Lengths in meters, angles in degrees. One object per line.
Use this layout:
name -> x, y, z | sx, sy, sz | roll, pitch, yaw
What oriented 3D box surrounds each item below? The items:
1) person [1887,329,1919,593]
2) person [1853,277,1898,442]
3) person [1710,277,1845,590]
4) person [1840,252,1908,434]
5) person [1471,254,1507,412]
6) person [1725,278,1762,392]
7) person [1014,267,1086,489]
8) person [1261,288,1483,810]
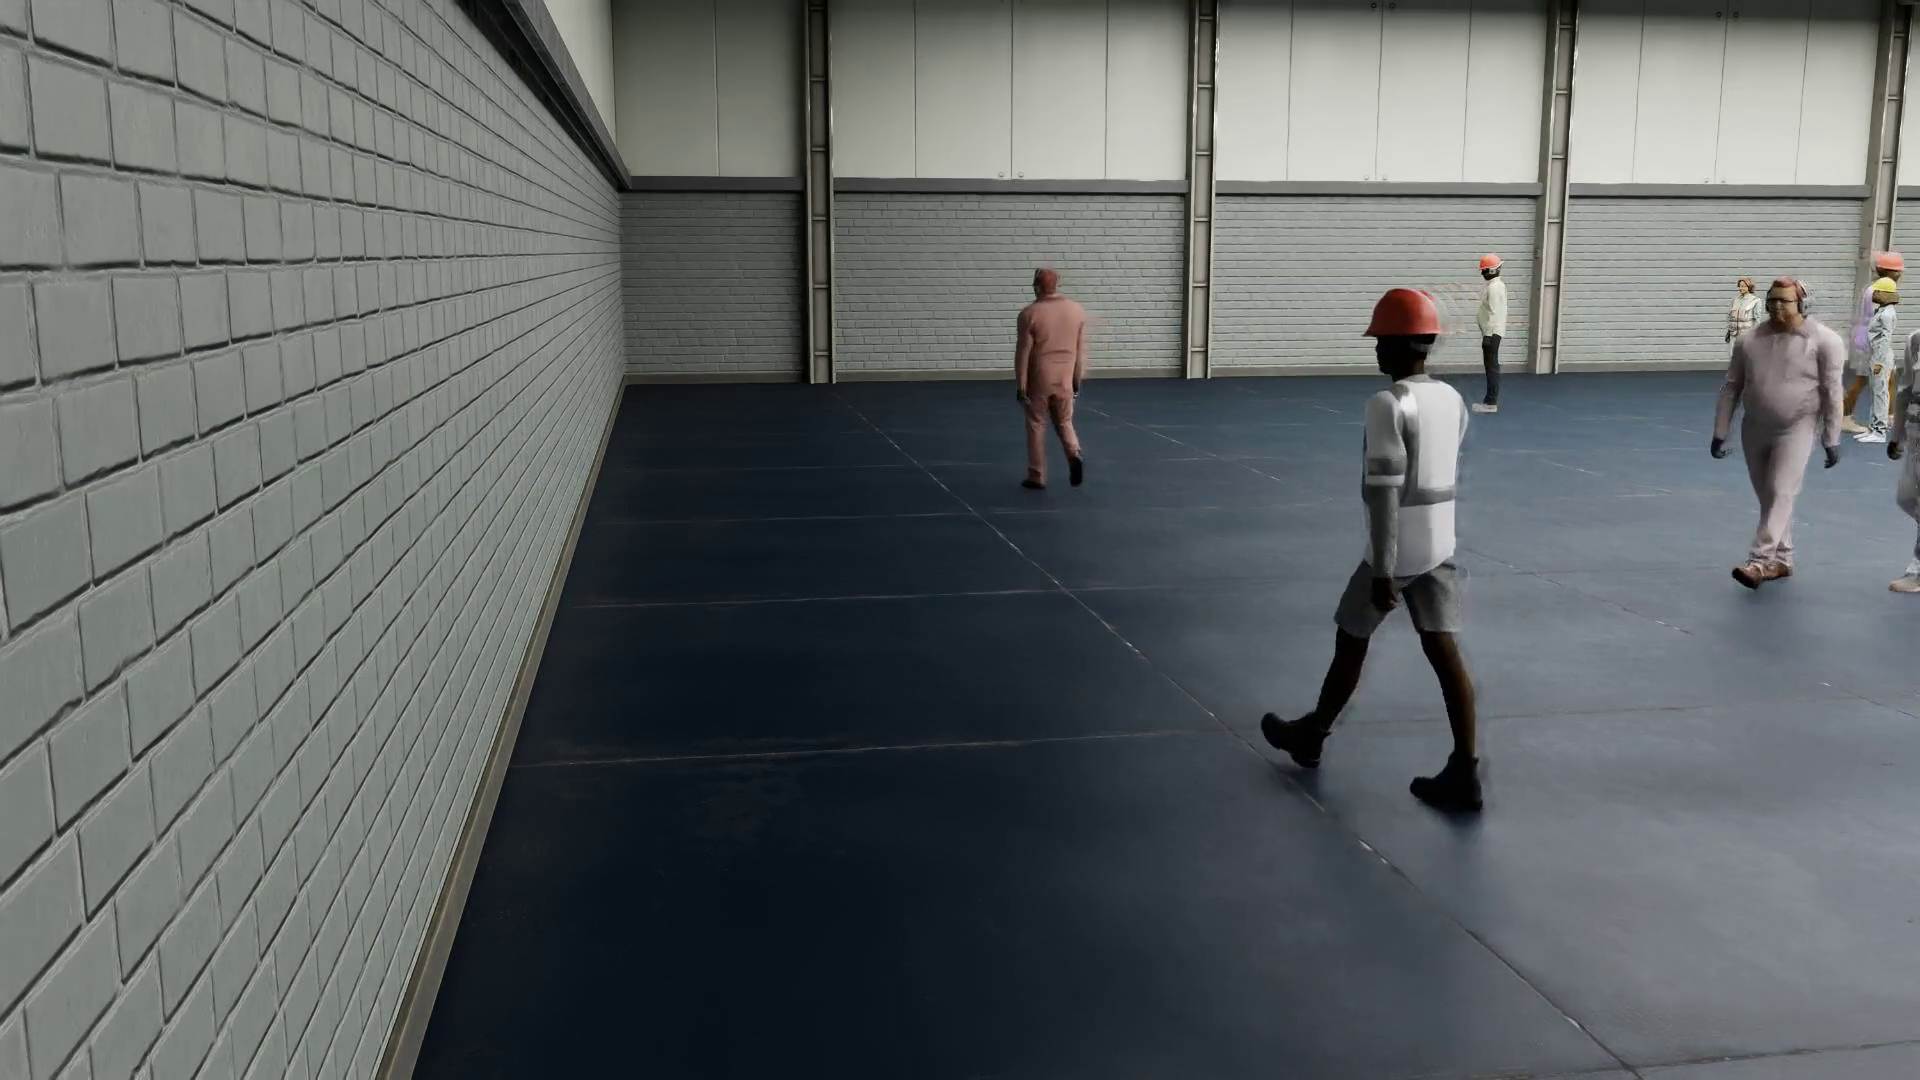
person -> 5.862, -0.613, 9.879 | 0.598, 1.865, 0.613 | -5, 11, -28
person -> 9.764, -1.911, 17.698 | 0.290, 1.746, 0.487 | 4, 11, 21
person -> 4.853, -0.634, 9.994 | 0.964, 1.857, 0.677 | -8, 12, -37
person -> 10.193, -2.142, 18.267 | 0.911, 2.003, 0.609 | 8, 12, 38
person -> 6.696, -2.610, 21.024 | 0.388, 1.987, 0.608 | 4, 11, 21
person -> 11.291, -2.953, 23.997 | 0.310, 1.642, 0.514 | -6, 11, -29
person -> 0.761, -1.349, 14.022 | 0.663, 1.889, 0.633 | -4, 11, -23
person -> 1.617, 0.010, 6.230 | 0.566, 1.879, 1.007 | -8, 12, -37
